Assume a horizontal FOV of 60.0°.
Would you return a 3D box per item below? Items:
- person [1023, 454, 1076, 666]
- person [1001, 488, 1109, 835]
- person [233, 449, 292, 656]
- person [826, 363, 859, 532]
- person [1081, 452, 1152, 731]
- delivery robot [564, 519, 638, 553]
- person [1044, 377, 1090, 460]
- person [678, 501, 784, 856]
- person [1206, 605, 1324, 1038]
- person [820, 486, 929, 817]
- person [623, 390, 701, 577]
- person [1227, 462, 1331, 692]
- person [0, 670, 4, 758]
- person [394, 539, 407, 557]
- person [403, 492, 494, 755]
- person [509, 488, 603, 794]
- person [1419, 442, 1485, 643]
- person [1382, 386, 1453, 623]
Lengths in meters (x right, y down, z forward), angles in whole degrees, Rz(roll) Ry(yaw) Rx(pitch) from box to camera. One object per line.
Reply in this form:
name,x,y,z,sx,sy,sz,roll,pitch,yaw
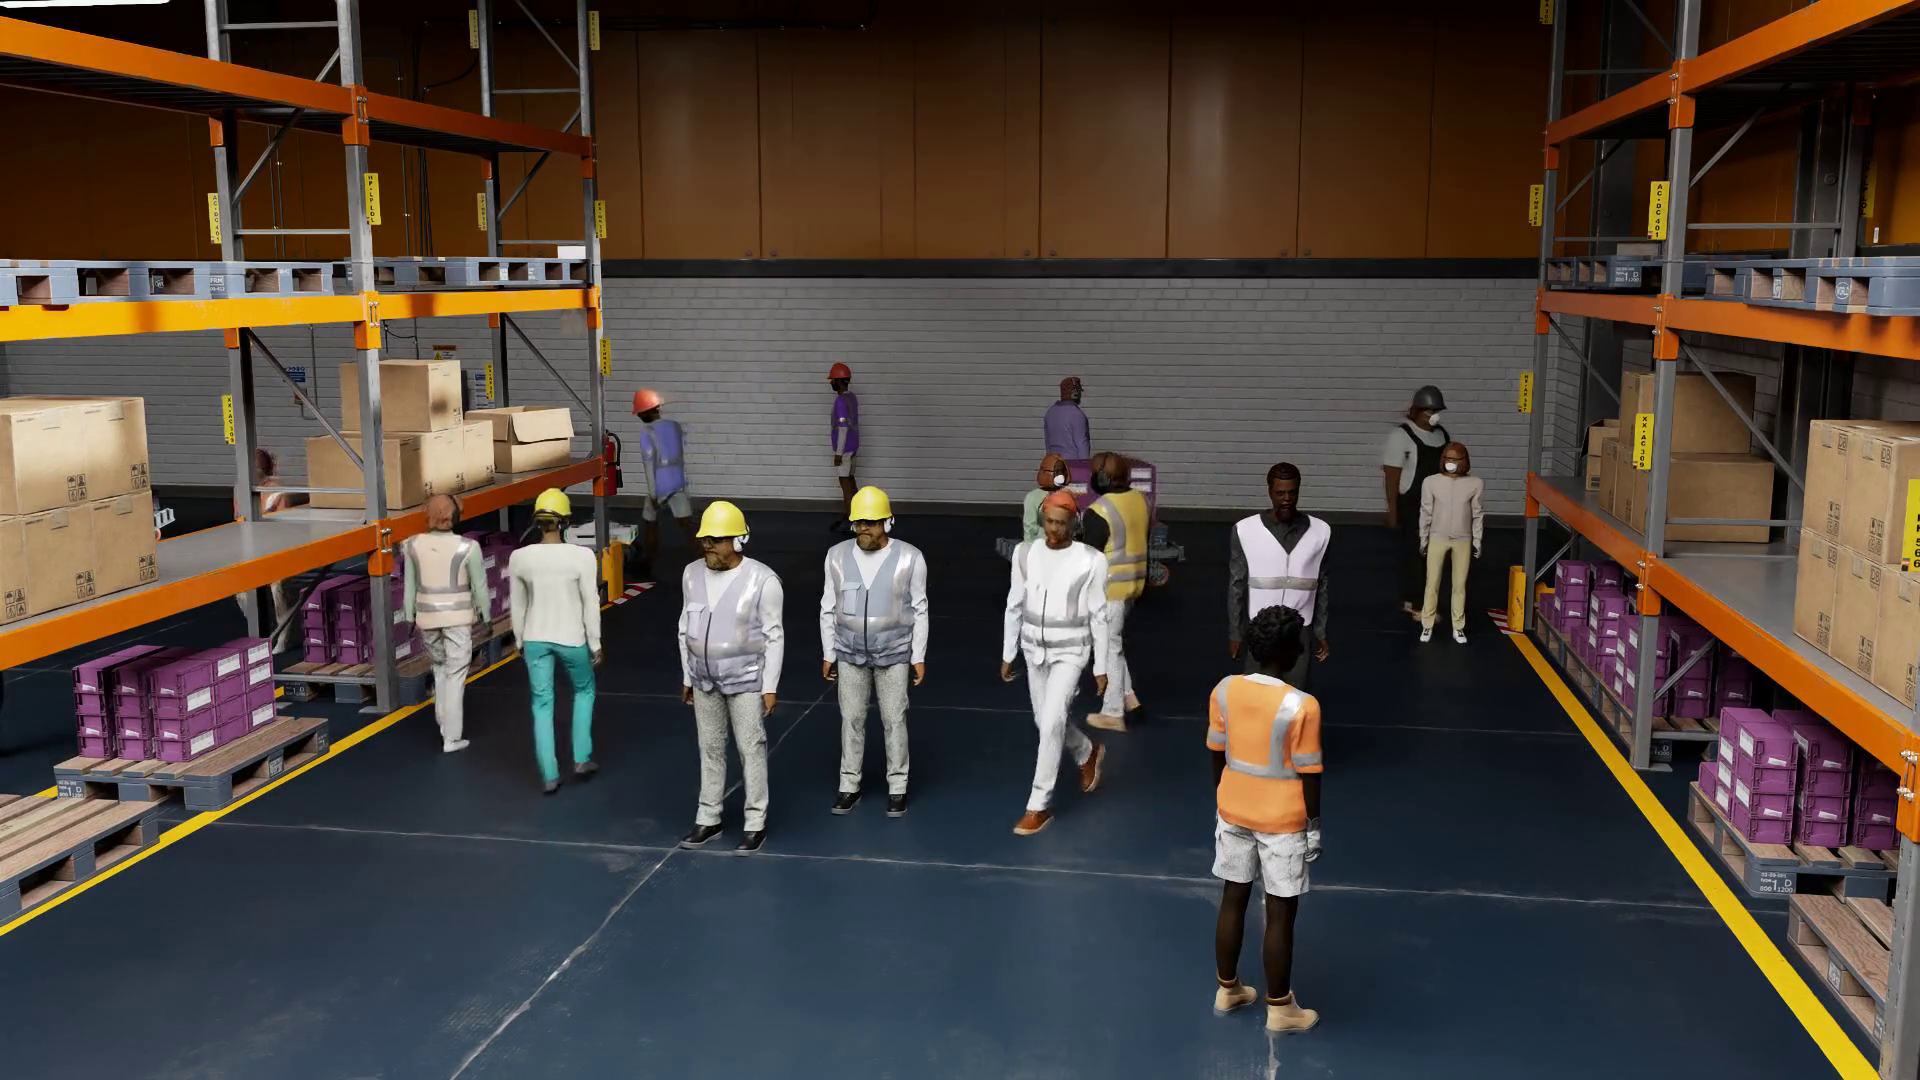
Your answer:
person,0.684,0.162,12.497,0.498,1.634,0.283,-7,11,-36
person,0.557,0.613,9.087,0.600,1.852,0.883,6,11,33
person,-5.384,0.105,12.874,0.539,1.620,0.448,2,10,14
person,-1.355,-1.063,19.120,0.375,1.935,0.551,2,9,11
person,0.970,0.336,10.823,0.459,1.826,0.665,7,12,37
delivery robot,-3.608,-0.032,16.725,0.707,0.478,0.477,0,9,-3
person,1.140,-0.721,17.107,0.407,1.908,0.641,-6,11,-33
person,-1.190,0.706,8.533,0.591,1.834,0.404,4,10,24
person,1.209,1.092,6.562,0.318,1.697,0.540,-8,12,-40
person,-0.477,0.612,9.112,0.603,1.830,0.404,2,9,9
person,-2.832,-0.515,15.994,0.983,1.863,0.653,8,12,41
person,1.817,0.507,9.498,0.596,1.918,0.380,-1,9,-6
person,-6.058,0.380,10.253,0.618,1.920,0.596,-5,11,-30
person,-5.357,-0.542,15.763,0.394,1.985,0.611,6,11,31
person,-3.174,0.505,10.422,0.538,1.619,0.568,2,9,9
person,-2.316,0.564,9.644,0.554,1.742,0.622,0,9,3
person,3.944,0.022,13.367,0.502,1.631,0.285,2,9,12
person,4.029,-0.327,14.264,0.696,2.000,0.625,-6,11,-32
